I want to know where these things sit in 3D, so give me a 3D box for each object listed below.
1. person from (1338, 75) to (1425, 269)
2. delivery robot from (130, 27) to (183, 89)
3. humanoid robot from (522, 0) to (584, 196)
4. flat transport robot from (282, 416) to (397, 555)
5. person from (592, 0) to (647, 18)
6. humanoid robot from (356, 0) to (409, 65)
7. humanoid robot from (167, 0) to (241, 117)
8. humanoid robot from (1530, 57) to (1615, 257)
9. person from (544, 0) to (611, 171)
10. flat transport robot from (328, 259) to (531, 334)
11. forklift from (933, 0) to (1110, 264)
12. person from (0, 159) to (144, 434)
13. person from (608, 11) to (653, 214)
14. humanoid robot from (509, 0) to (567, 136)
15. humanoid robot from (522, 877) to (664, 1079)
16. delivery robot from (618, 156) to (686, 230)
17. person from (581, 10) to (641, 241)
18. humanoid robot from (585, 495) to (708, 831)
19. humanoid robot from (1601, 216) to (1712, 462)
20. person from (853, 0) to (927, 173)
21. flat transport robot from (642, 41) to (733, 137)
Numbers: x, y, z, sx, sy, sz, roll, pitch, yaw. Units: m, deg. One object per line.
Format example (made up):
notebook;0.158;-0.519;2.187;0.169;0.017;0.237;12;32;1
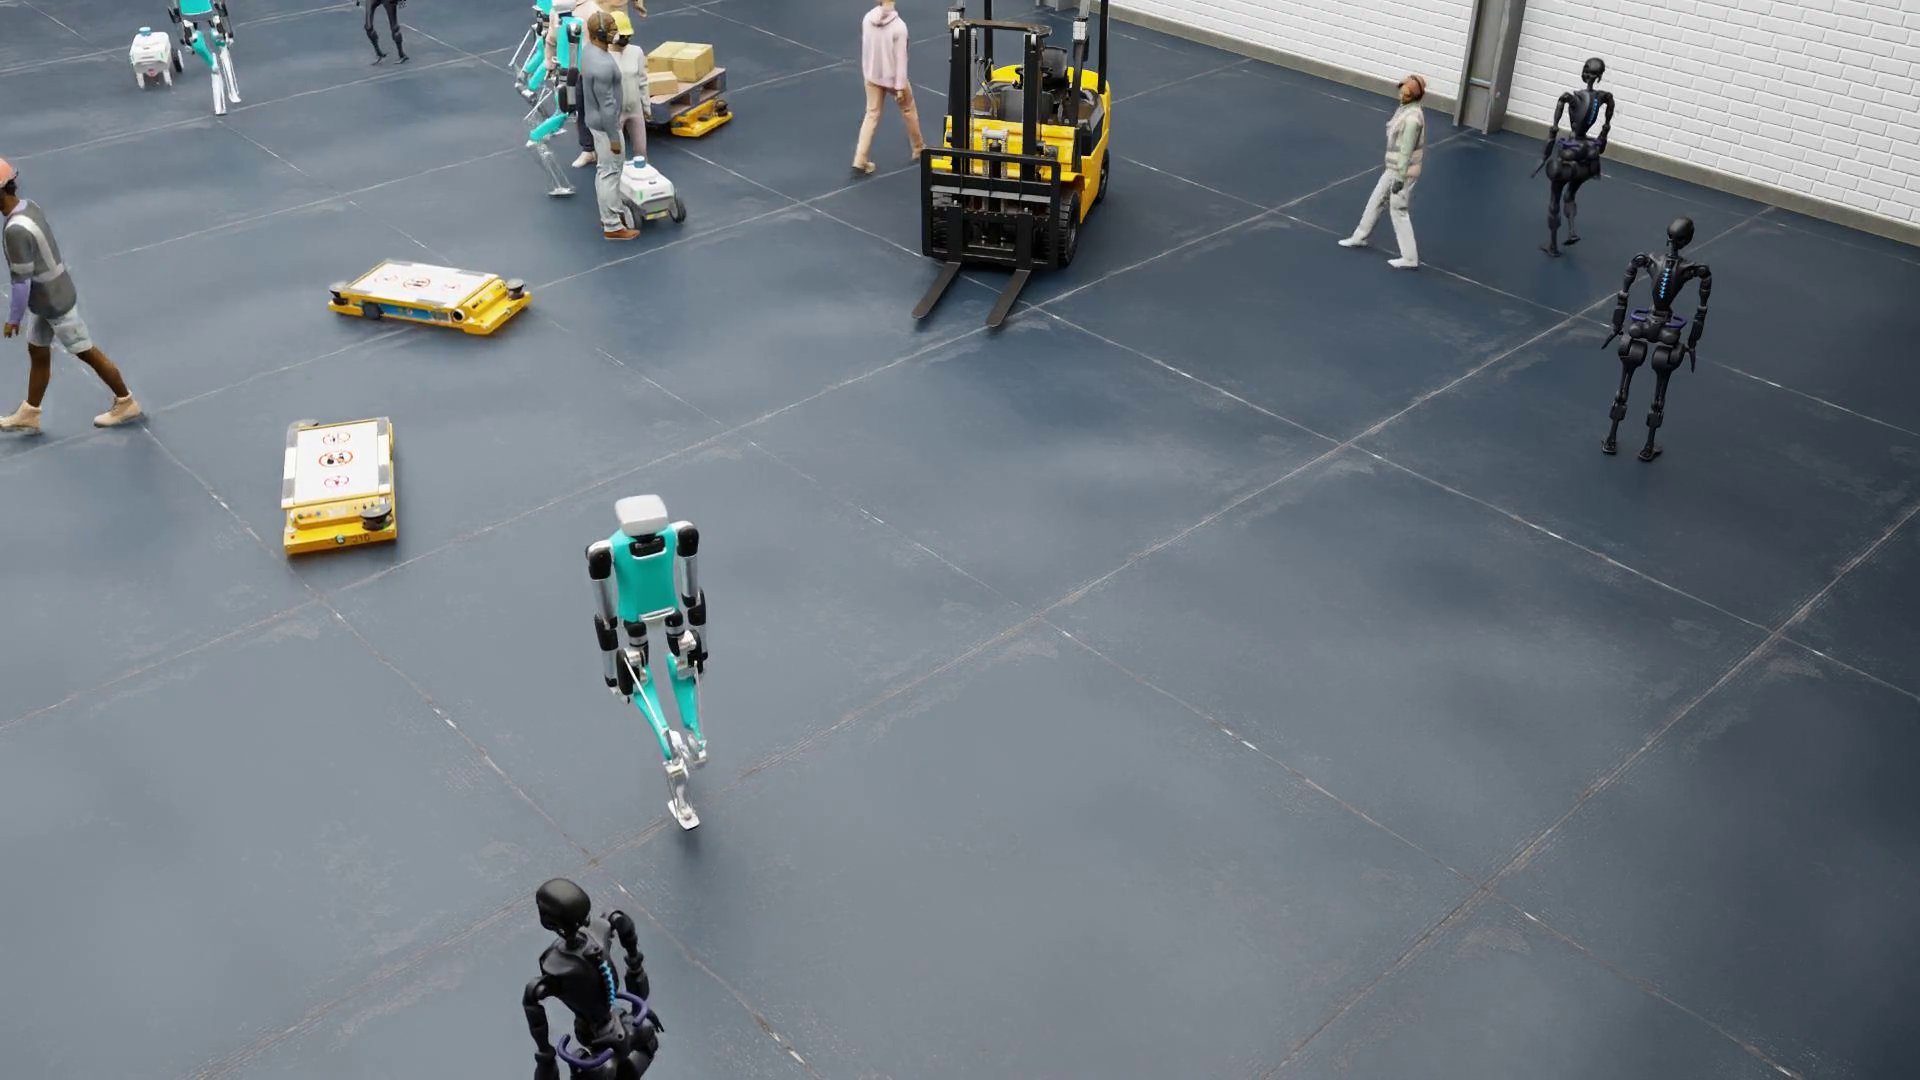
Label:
person;3.545;-3.039;13.628;0.624;1.591;0.567;5;33;8
delivery robot;-8.714;-5.219;17.948;0.499;0.612;0.809;-10;34;-15
humanoid robot;-3.673;-3.936;14.879;0.756;1.775;0.544;-11;35;-16
flat transport robot;-4.017;-0.395;10.779;0.659;0.231;1.431;-9;34;-14
person;-3.559;-5.453;17.098;0.386;1.871;0.664;26;41;34
humanoid robot;-6.330;-6.006;18.118;0.602;1.644;0.482;8;34;13
humanoid robot;-7.559;-5.104;16.653;0.558;1.728;0.977;-9;34;-14
humanoid robot;5.042;-3.142;13.716;0.615;1.652;0.359;-7;34;-11
person;-3.489;-4.368;15.437;0.817;1.854;0.434;12;35;18
flat transport robot;-4.191;-1.921;13.126;1.431;0.231;0.659;10;34;15
forklift;0.570;-3.725;14.138;1.214;2.155;2.313;9;34;13
person;-6.158;-1.560;10.988;1.017;1.985;0.598;-17;37;-24
person;-2.936;-3.749;14.573;0.535;1.753;0.343;-26;41;-34
humanoid robot;-4.157;-4.841;16.226;0.682;1.753;0.539;-17;37;-24
humanoid robot;-1.279;1.863;6.018;0.374;1.642;0.609;18;37;25
delivery robot;-2.775;-3.051;14.616;0.499;0.613;0.789;-19;38;-26
person;-2.963;-3.476;13.998;0.368;1.932;0.627;-10;34;-16
humanoid robot;-1.372;0.647;7.832;0.543;1.759;0.947;-17;37;-24
humanoid robot;4.541;-1.327;10.908;0.599;1.657;0.315;17;37;25
person;-0.669;-4.305;15.458;0.497;1.714;0.948;15;36;22
flat transport robot;-3.090;-4.364;16.881;1.431;0.231;0.659;15;36;21
